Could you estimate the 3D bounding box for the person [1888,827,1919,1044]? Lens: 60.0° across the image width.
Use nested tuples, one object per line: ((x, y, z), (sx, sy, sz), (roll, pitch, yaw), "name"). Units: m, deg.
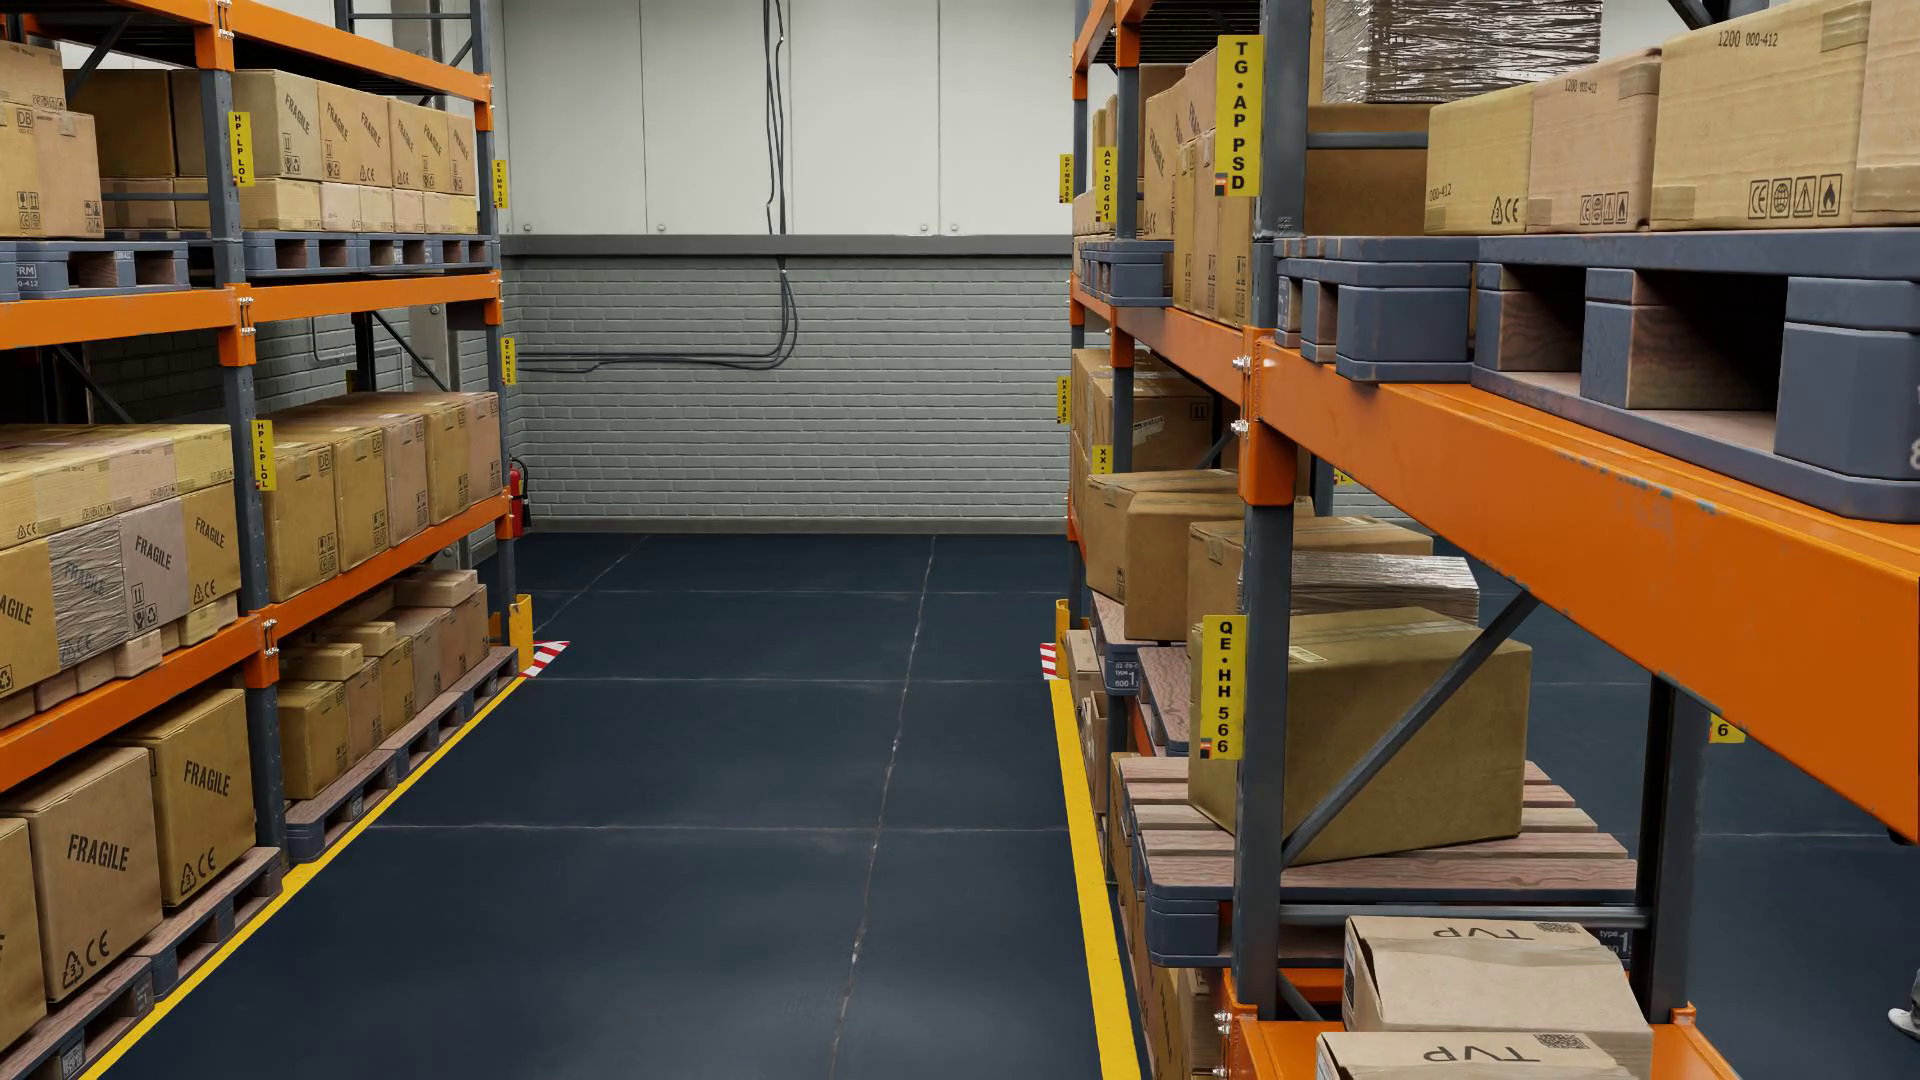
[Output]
((3.813, 0.973, 6.259), (0.593, 1.924, 0.380), (1, 10, 5), "person")
